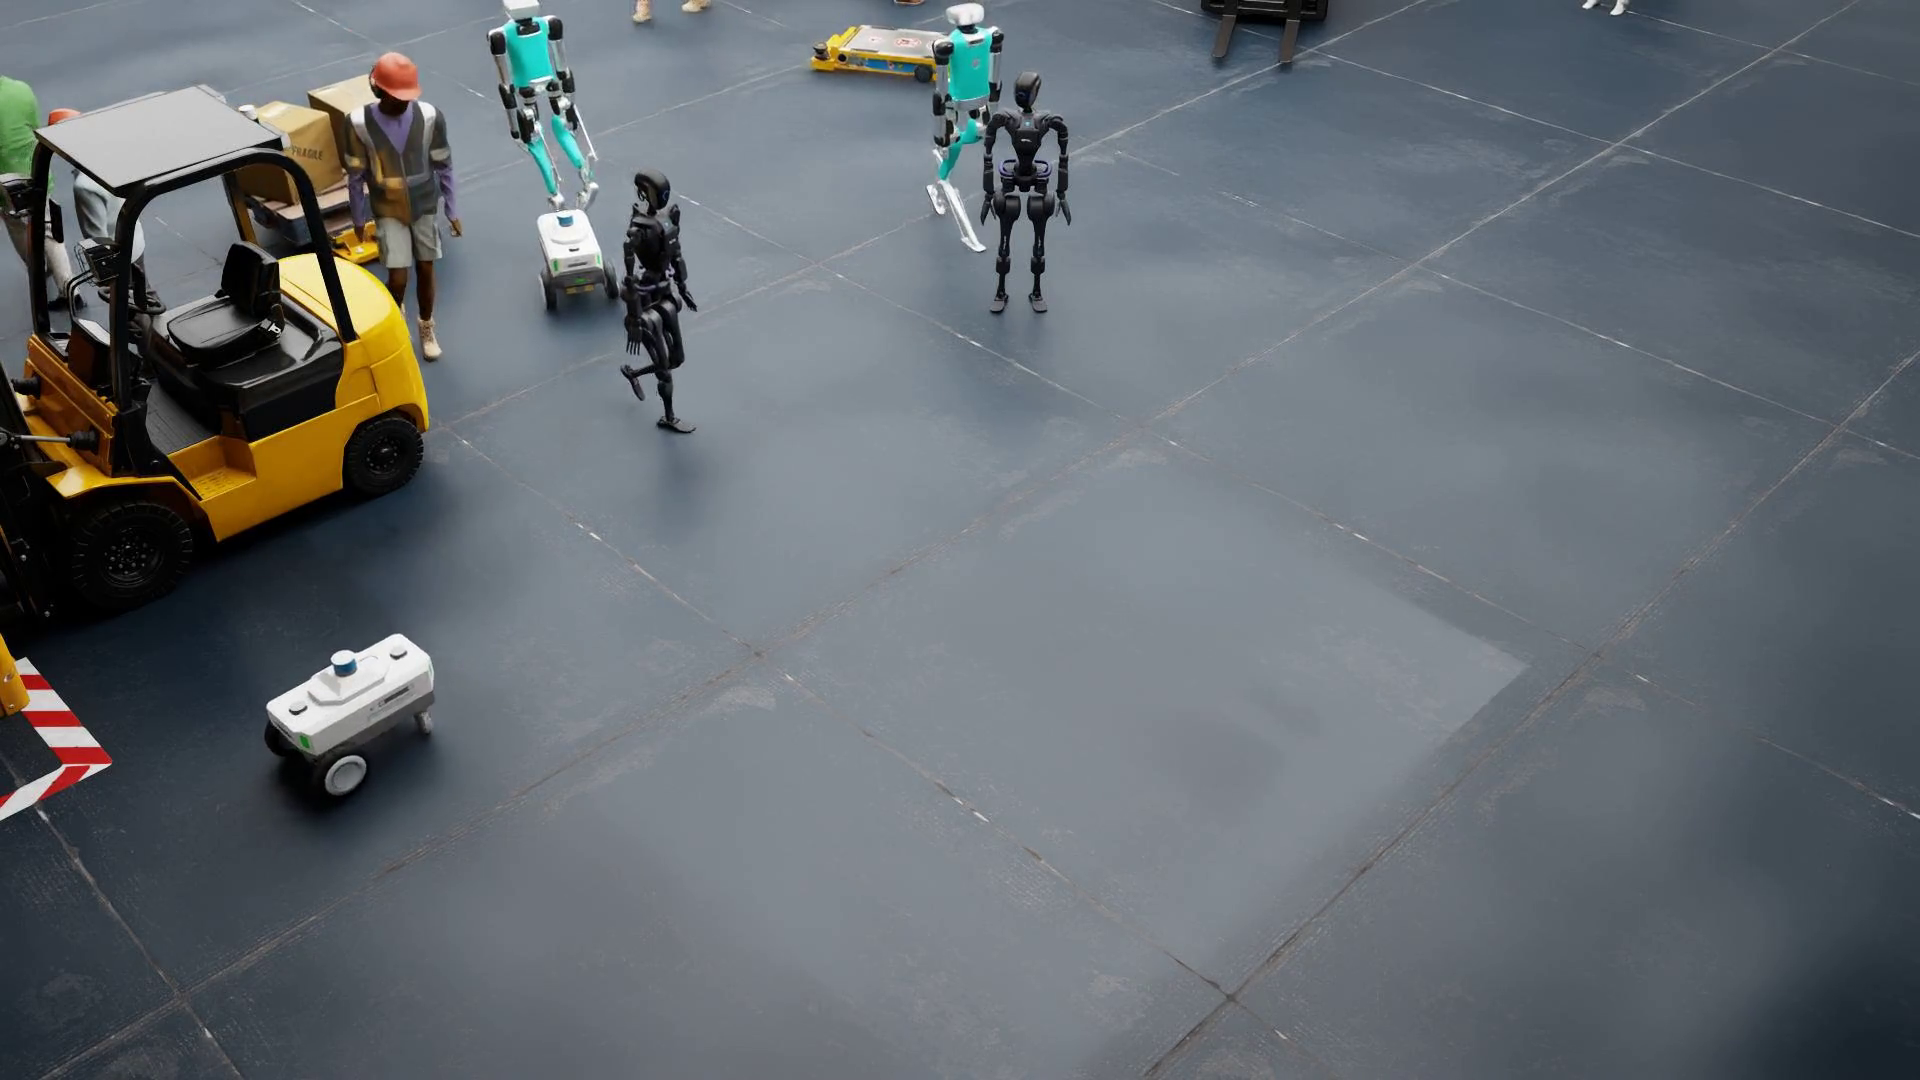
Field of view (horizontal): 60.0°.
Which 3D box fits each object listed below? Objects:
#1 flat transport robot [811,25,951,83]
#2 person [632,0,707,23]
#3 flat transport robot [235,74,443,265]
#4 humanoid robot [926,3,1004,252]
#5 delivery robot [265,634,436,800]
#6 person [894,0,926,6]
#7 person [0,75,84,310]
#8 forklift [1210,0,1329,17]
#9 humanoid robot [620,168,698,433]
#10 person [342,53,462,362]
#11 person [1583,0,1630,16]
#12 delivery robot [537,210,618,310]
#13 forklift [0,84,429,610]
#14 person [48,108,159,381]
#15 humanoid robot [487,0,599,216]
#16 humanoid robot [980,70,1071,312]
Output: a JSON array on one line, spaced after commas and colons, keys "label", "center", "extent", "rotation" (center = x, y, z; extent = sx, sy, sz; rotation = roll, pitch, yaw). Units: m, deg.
[{"label": "flat transport robot", "center": [-0.546, -4.319, 14.779], "extent": [1.431, 0.231, 0.659], "rotation": [9, 38, 12]}, {"label": "person", "center": [-2.736, -5.709, 15.418], "extent": [0.517, 1.740, 0.757], "rotation": [16, 40, 21]}, {"label": "flat transport robot", "center": [-4.558, -2.410, 12.223], "extent": [1.431, 0.231, 0.659], "rotation": [30, 46, 34]}, {"label": "humanoid robot", "center": [-0.092, -3.002, 11.824], "extent": [0.531, 1.778, 1.017], "rotation": [-20, 41, -25]}, {"label": "delivery robot", "center": [-2.823, 0.770, 7.719], "extent": [0.524, 0.586, 0.748], "rotation": [29, 45, 33]}, {"label": "person", "center": [-0.563, -6.069, 15.728], "extent": [0.351, 1.936, 0.634], "rotation": [-13, 39, -17]}, {"label": "person", "center": [-6.249, -2.395, 10.991], "extent": [0.543, 1.730, 0.784], "rotation": [-18, 40, -23]}, {"label": "forklift", "center": [3.106, -6.400, 15.960], "extent": [1.214, 2.155, 2.313], "rotation": [8, 37, 10]}, {"label": "humanoid robot", "center": [-1.847, -1.409, 9.708], "extent": [0.530, 1.636, 0.611], "rotation": [15, 39, 19]}, {"label": "person", "center": [-3.396, -2.021, 10.248], "extent": [0.647, 2.010, 0.457], "rotation": [-18, 41, -23]}, {"label": "person", "center": [6.231, -5.761, 15.570], "extent": [0.521, 1.632, 0.313], "rotation": [31, 46, 34]}, {"label": "delivery robot", "center": [-2.661, -1.970, 11.371], "extent": [0.499, 0.566, 0.739], "rotation": [-12, 38, -16]}, {"label": "forklift", "center": [-4.145, -1.093, 8.856], "extent": [2.313, 2.155, 1.214], "rotation": [-31, 47, -34]}, {"label": "person", "center": [-5.187, -1.800, 10.178], "extent": [0.351, 1.738, 0.572], "rotation": [-5, 37, -6]}, {"label": "humanoid robot", "center": [-2.823, -2.810, 11.597], "extent": [0.543, 1.856, 0.712], "rotation": [-23, 42, -27]}, {"label": "humanoid robot", "center": [0.432, -2.254, 10.827], "extent": [0.599, 1.655, 0.315], "rotation": [1, 37, 1]}]
